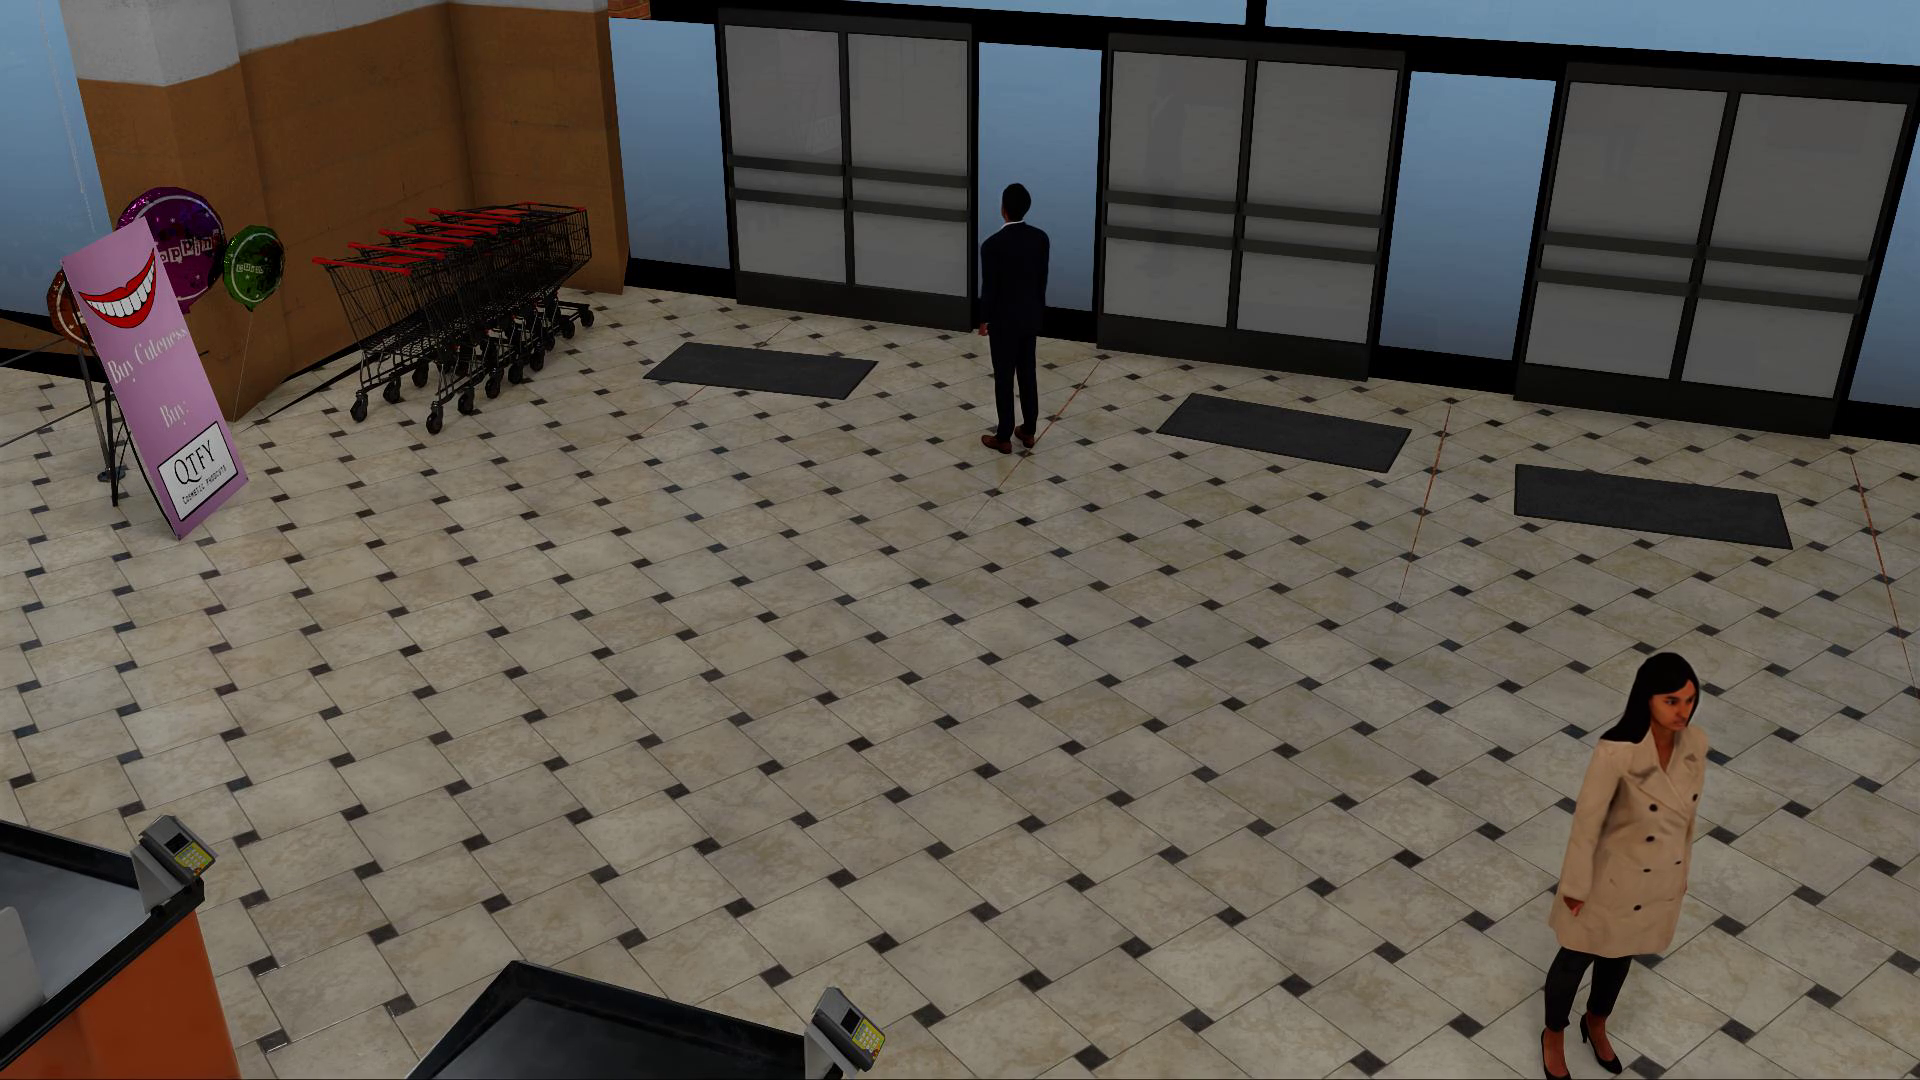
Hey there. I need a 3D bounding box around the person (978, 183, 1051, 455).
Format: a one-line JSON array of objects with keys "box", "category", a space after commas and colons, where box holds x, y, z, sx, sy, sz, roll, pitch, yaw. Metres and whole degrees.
[{"box": [0.342, -1.382, 10.451, 0.683, 1.727, 0.767, -15, 31, -27], "category": "person"}]

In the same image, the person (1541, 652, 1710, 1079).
[{"box": [2.218, 1.117, 5.574, 0.718, 1.682, 0.740, -8, 28, -15], "category": "person"}]
